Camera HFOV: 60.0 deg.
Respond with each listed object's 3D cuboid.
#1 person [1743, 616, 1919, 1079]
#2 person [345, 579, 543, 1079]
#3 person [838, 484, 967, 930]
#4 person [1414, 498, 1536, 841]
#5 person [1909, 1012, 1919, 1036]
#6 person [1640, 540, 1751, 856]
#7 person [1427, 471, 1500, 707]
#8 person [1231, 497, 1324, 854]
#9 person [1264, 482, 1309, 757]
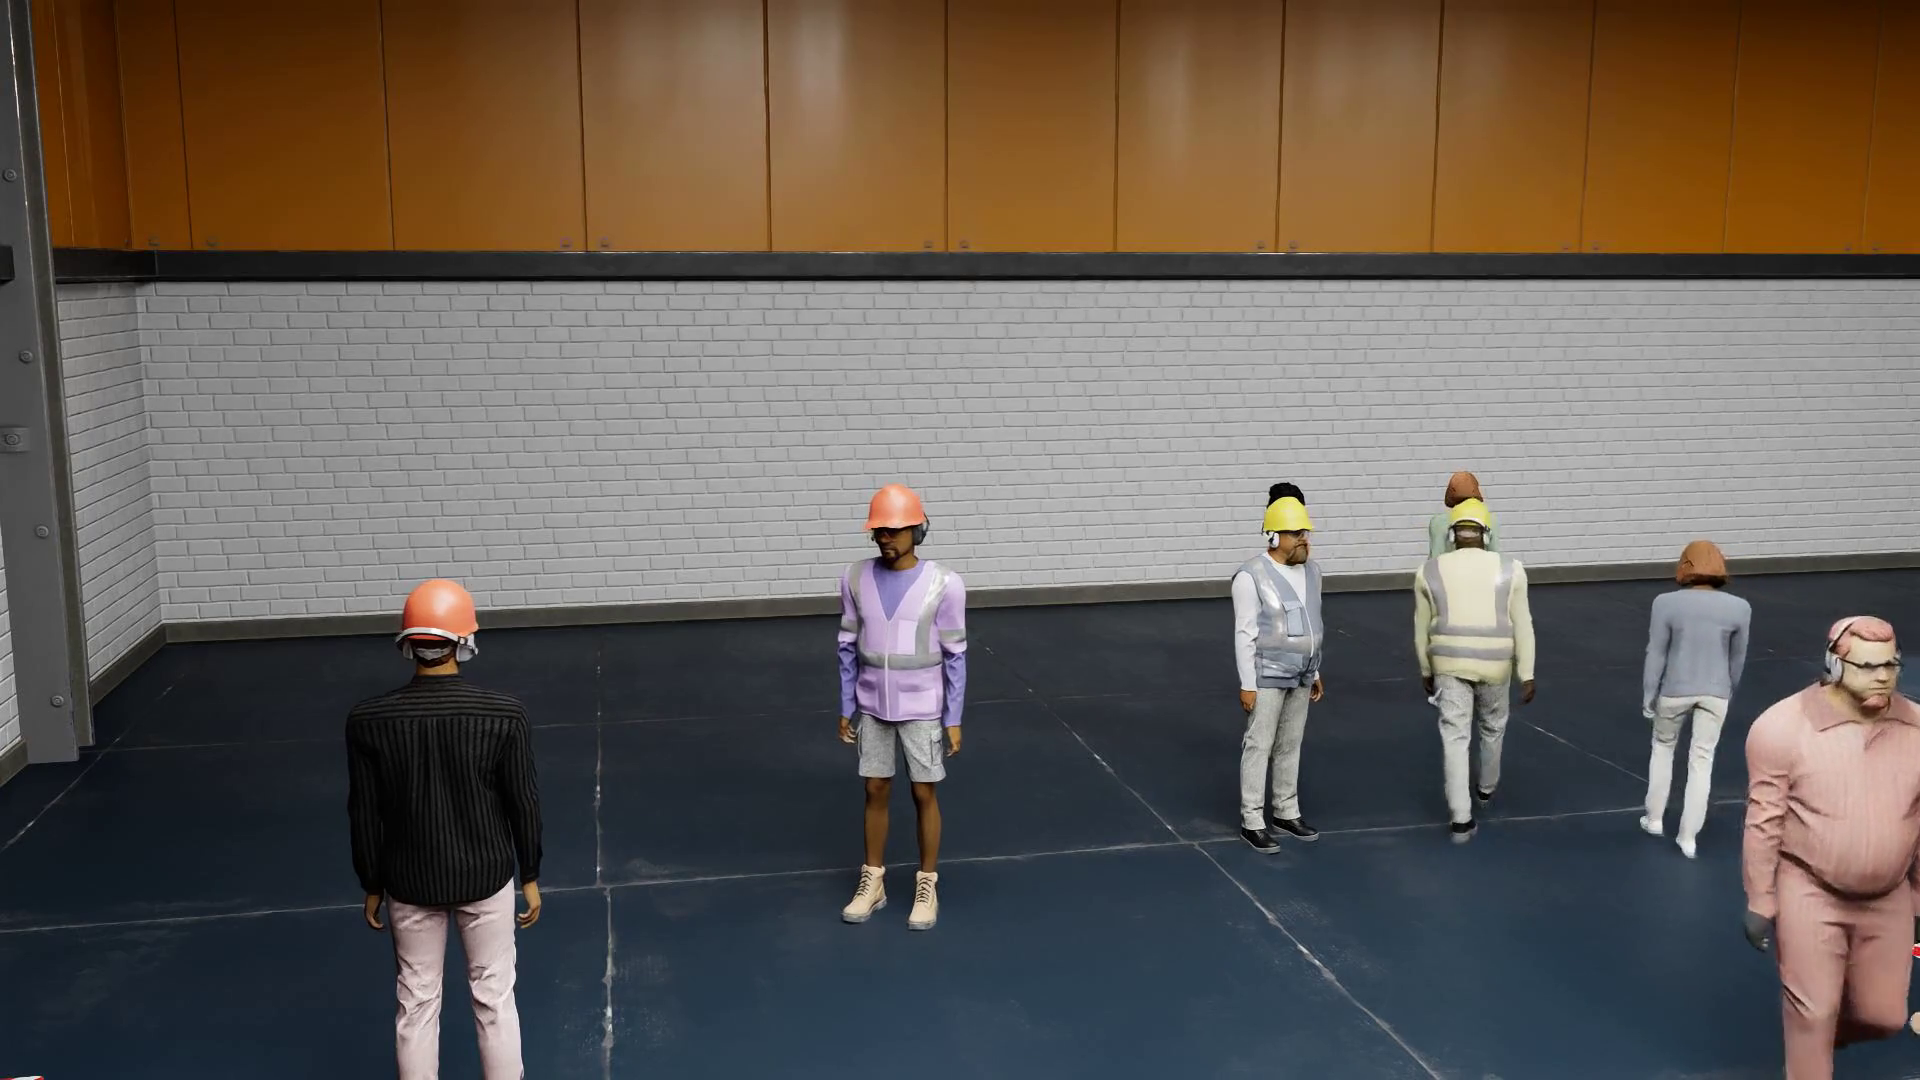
[{"bbox_3d":[2.926,1.161,5.563,0.651,1.887,0.653,1,9,3],"label":"person"},{"bbox_3d":[-1.689,1.115,5.518,0.612,1.995,0.382,-1,9,-8],"label":"person"},{"bbox_3d":[-0.277,0.757,7.554,0.606,2.045,0.389,3,10,19],"label":"person"},{"bbox_3d":[2.769,0.667,8.959,0.647,1.760,0.930,3,10,17],"label":"person"},{"bbox_3d":[3.983,1.015,5.990,0.683,2.000,0.964,-2,9,-10],"label":"person"},{"bbox_3d":[3.795,0.798,8.644,0.510,1.611,0.607,2,10,15],"label":"person"},{"bbox_3d":[3.410,0.342,11.327,0.499,1.633,0.279,-1,9,-4],"label":"person"},{"bbox_3d":[1.668,0.686,8.616,0.591,1.837,0.403,-7,12,-37],"label":"person"},{"bbox_3d":[1.988,0.489,10.242,0.318,1.697,0.535,4,10,23],"label":"person"}]
